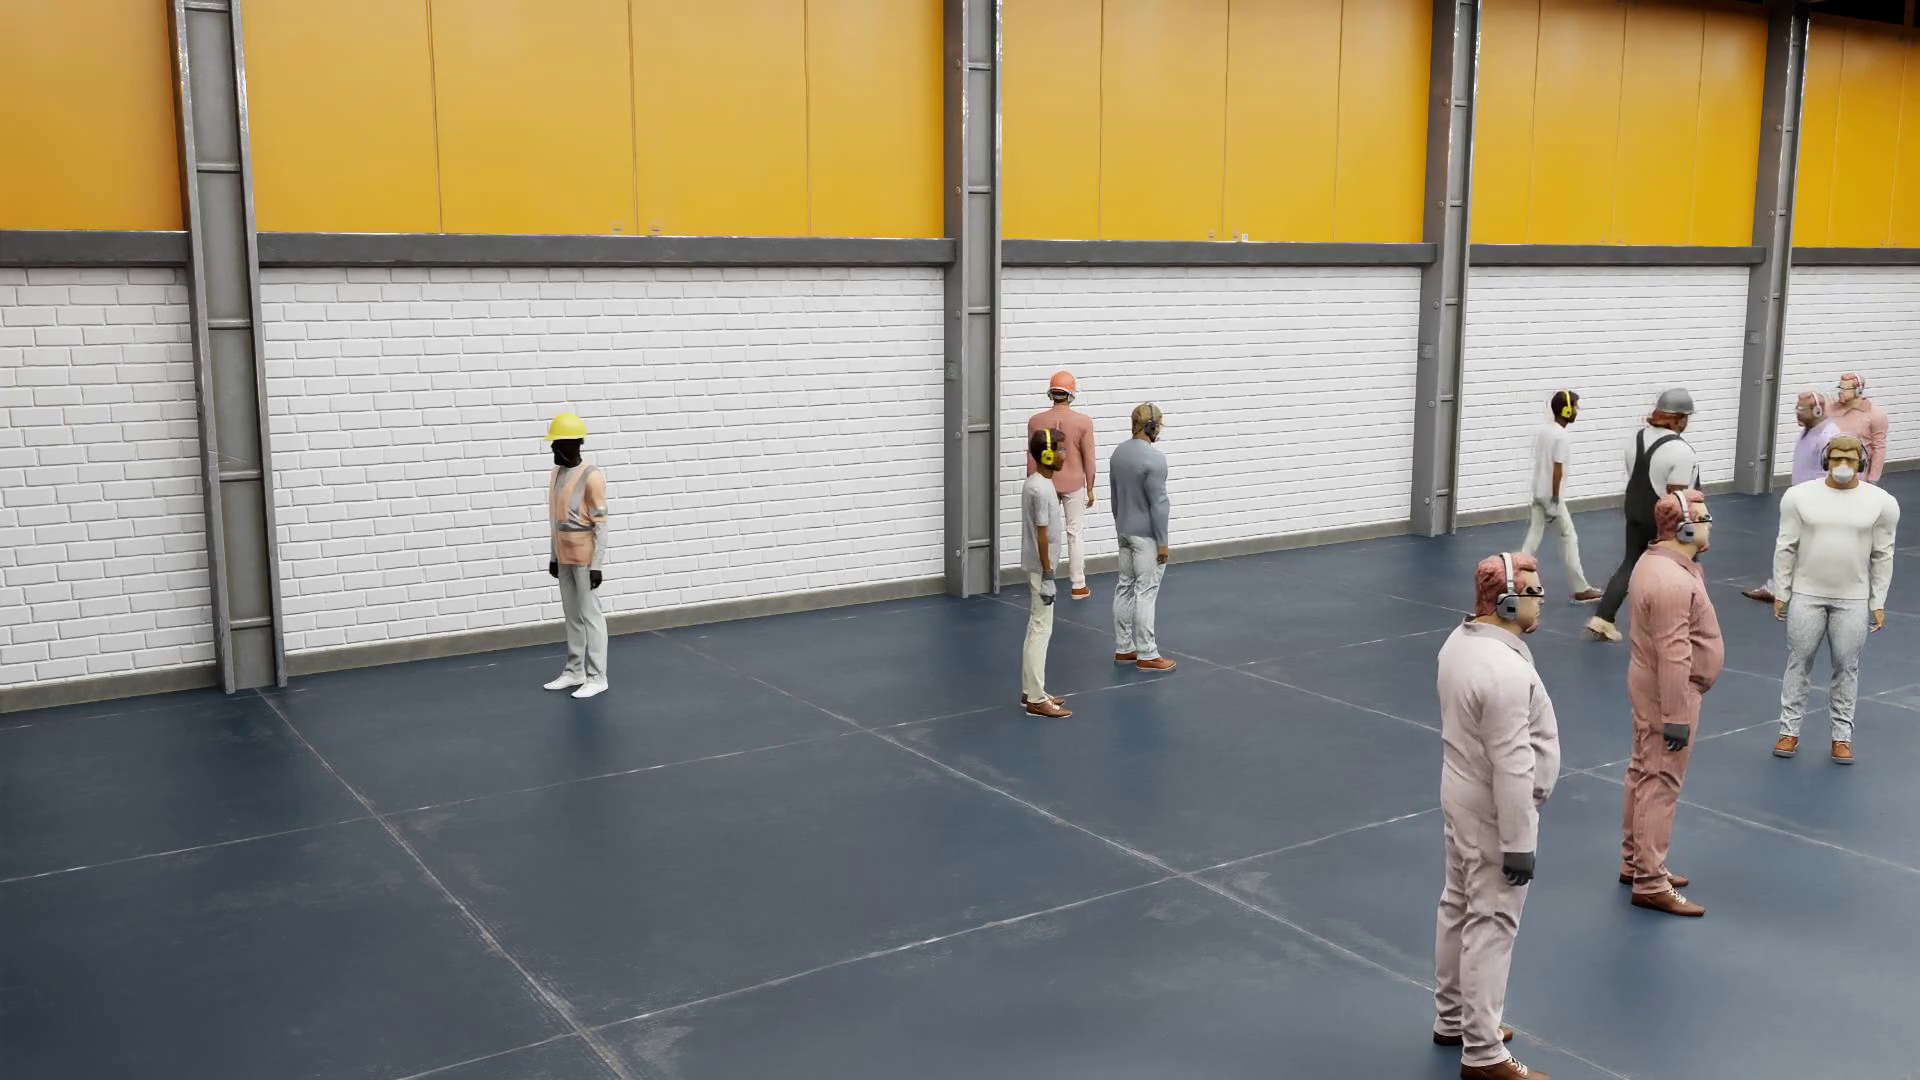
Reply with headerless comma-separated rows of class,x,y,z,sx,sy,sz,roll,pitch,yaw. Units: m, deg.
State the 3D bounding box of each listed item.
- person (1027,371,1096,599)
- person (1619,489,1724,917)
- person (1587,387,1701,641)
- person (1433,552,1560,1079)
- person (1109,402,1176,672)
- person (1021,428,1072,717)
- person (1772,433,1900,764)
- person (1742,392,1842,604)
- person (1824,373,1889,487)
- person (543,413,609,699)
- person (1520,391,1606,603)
person,0.887,-0.473,14.496,0.609,1.995,0.378,2,10,14
person,3.233,0.721,7.554,0.409,1.913,0.647,2,10,14
person,5.348,-0.202,12.723,0.956,2.000,0.681,-3,10,-20
person,1.928,0.986,5.970,0.410,1.909,0.642,0,9,-1
person,1.309,-0.022,11.959,0.373,1.937,0.630,-5,11,-27
person,0.555,0.208,10.776,0.317,1.867,0.531,-1,9,-4
person,5.111,0.340,9.765,0.632,1.940,0.372,5,11,27
person,7.270,-0.334,14.130,0.964,1.845,0.636,0,9,2
person,8.327,-0.621,15.660,0.400,1.905,0.644,-6,11,-33
person,-2.596,0.103,11.226,0.379,1.928,0.585,-9,13,-43
person,5.189,-0.361,14.307,0.893,1.828,0.524,-2,10,-9
